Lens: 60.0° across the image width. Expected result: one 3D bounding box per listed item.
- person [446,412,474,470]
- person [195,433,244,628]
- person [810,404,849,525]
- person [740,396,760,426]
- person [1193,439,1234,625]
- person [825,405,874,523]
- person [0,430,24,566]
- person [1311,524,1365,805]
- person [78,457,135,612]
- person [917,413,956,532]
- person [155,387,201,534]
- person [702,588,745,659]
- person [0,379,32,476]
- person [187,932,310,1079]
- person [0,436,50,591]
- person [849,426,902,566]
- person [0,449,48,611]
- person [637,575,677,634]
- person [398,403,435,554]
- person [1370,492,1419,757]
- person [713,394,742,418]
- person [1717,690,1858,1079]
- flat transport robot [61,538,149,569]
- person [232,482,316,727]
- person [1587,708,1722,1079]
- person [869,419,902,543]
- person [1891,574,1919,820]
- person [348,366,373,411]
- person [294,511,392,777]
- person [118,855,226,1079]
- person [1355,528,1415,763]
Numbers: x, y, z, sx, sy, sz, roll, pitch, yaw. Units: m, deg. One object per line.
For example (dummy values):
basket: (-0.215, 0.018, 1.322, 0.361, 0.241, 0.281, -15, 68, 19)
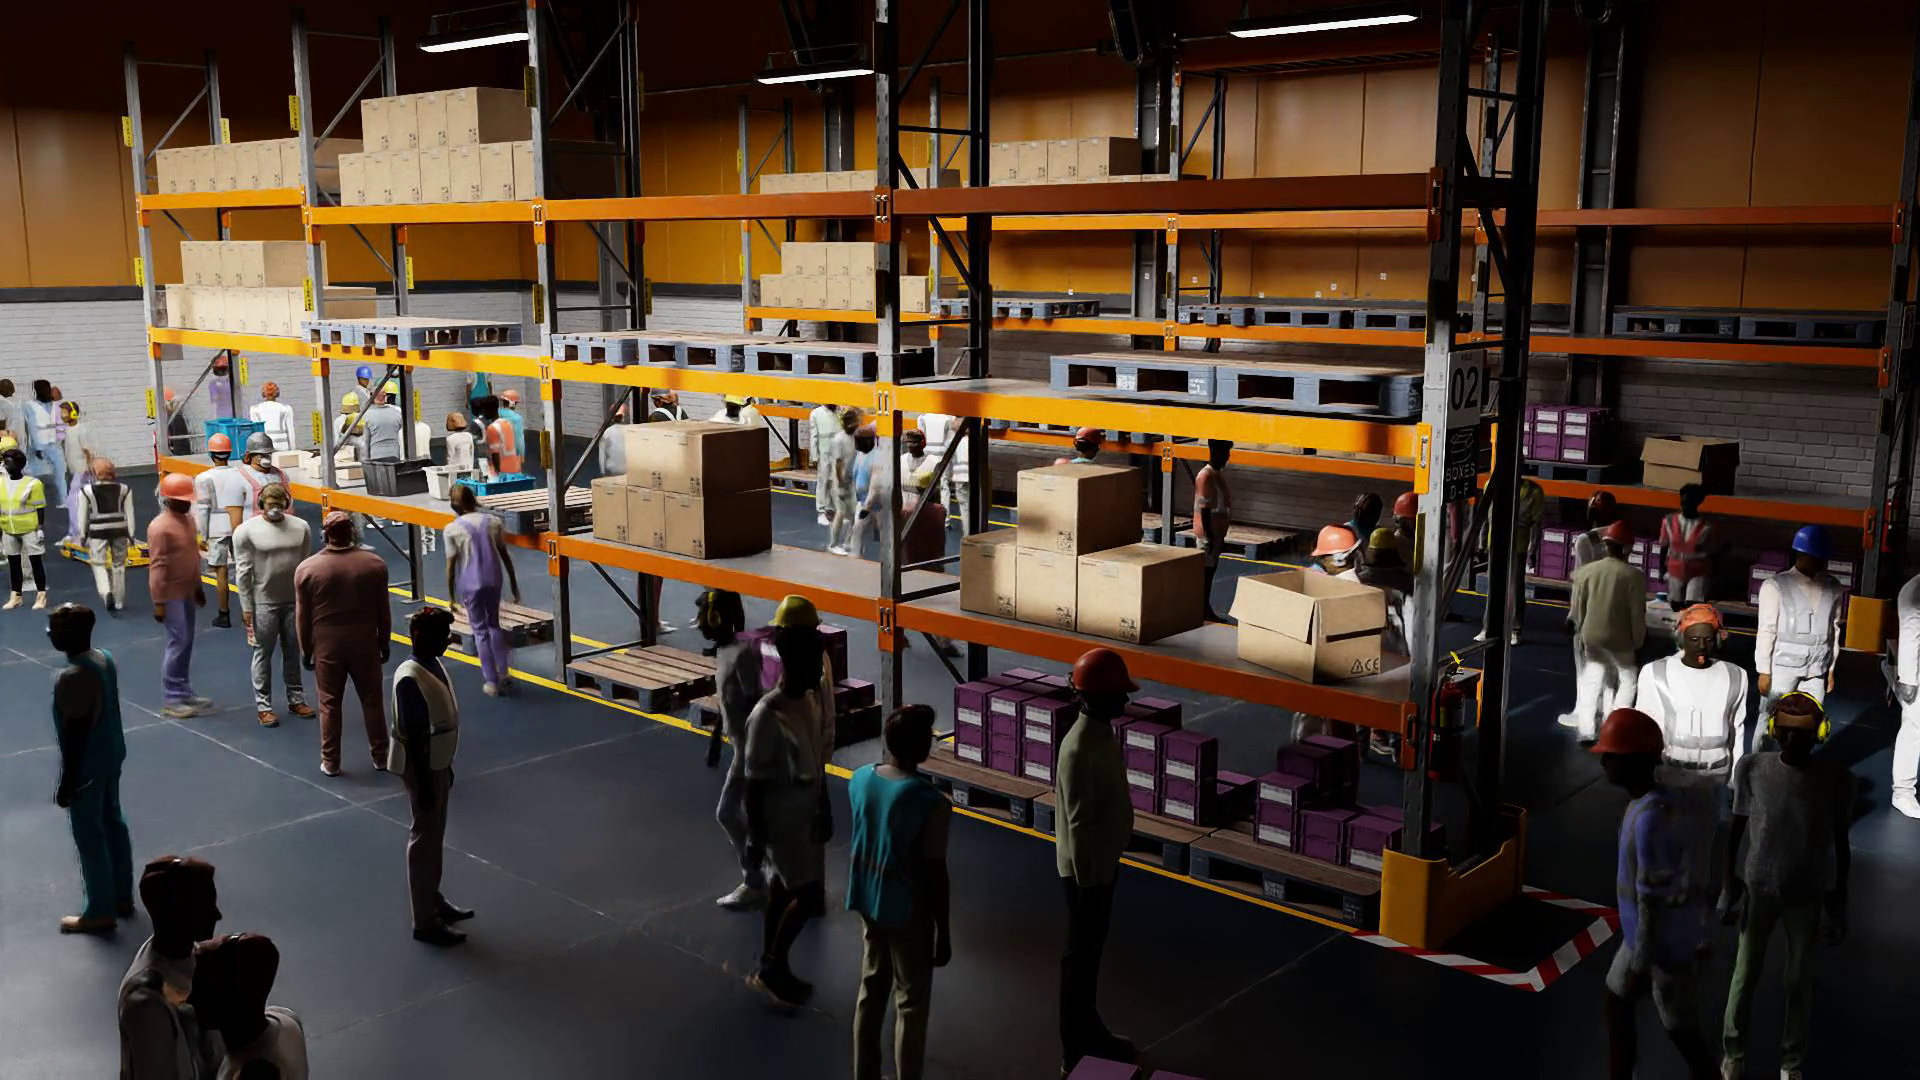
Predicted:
person: (-6.500, -0.849, 21.649, 0.269, 1.631, 0.510, 4, 11, 19)
person: (-7.284, -0.094, 16.517, 0.543, 1.938, 0.357, -9, 13, -41)
person: (-1.762, -1.161, 22.629, 0.590, 1.912, 0.391, -6, 11, -29)
person: (-3.114, -1.366, 24.259, 0.358, 1.743, 0.568, 3, 10, 16)
person: (2.493, -0.081, 16.379, 0.381, 1.958, 0.603, 3, 11, 18)
person: (-1.452, -1.180, 22.829, 1.044, 1.887, 0.646, 3, 11, 18)
person: (-11.213, -0.487, 19.609, 0.524, 1.631, 0.319, 4, 11, 20)
person: (2.478, 0.874, 10.910, 0.393, 1.985, 0.611, 2, 10, 10)
person: (-8.733, -0.035, 17.068, 0.533, 1.619, 0.593, -7, 12, -33)
person: (-0.295, -1.033, 22.016, 0.572, 1.877, 0.352, 3, 10, 15)
person: (-10.236, -0.995, 21.513, 0.753, 1.960, 0.629, -2, 10, -10)
person: (-2.147, 0.129, 15.172, 0.361, 1.965, 0.613, -5, 11, -28)
person: (-13.910, -1.449, 24.443, 0.324, 1.842, 0.514, 4, 11, 20)
person: (-1.997, 2.015, 4.750, 0.356, 1.883, 0.572, -3, 10, -16)
person: (-10.423, -0.268, 18.158, 0.637, 1.715, 0.631, -8, 13, -37)
person: (-0.979, -0.394, 18.651, 0.943, 1.779, 0.634, -7, 12, -34)
person: (-9.745, -0.105, 17.254, 0.530, 1.697, 0.321, 0, 10, 2)
person: (-3.007, -0.024, 16.219, 0.410, 1.908, 0.598, -6, 12, -32)
person: (-6.678, -0.777, 20.434, 0.372, 1.915, 0.596, 2, 10, 10)
person: (3.300, 0.619, 12.358, 0.617, 1.986, 0.408, -6, 12, -31)
person: (-3.002, -1.100, 22.162, 0.641, 1.952, 0.439, 9, 13, 41)
person: (3.629, 1.566, 7.322, 0.523, 1.870, 0.317, 5, 11, 27)
flat transport robot: (-10.216, 0.130, 19.959, 0.652, 0.197, 1.431, -10, 14, -44)
person: (-5.407, 0.496, 13.193, 0.370, 1.934, 0.627, 9, 13, 41)
person: (2.922, 1.646, 6.883, 0.706, 1.888, 0.554, 3, 10, 15)
person: (-0.924, -0.918, 21.219, 0.384, 1.925, 0.549, 9, 14, 42)
person: (6.506, 0.891, 11.030, 0.652, 1.906, 0.409, -4, 11, -21)
person: (-9.184, -1.712, 25.646, 0.402, 1.943, 0.605, 2, 10, 9)
person: (-4.409, 0.739, 11.937, 0.639, 1.899, 0.397, -5, 11, -24)
person: (-2.494, 1.912, 5.357, 0.351, 1.876, 0.585, -3, 10, -14)
person: (3.087, 0.771, 12.212, 0.488, 1.737, 0.320, 2, 10, 9)
